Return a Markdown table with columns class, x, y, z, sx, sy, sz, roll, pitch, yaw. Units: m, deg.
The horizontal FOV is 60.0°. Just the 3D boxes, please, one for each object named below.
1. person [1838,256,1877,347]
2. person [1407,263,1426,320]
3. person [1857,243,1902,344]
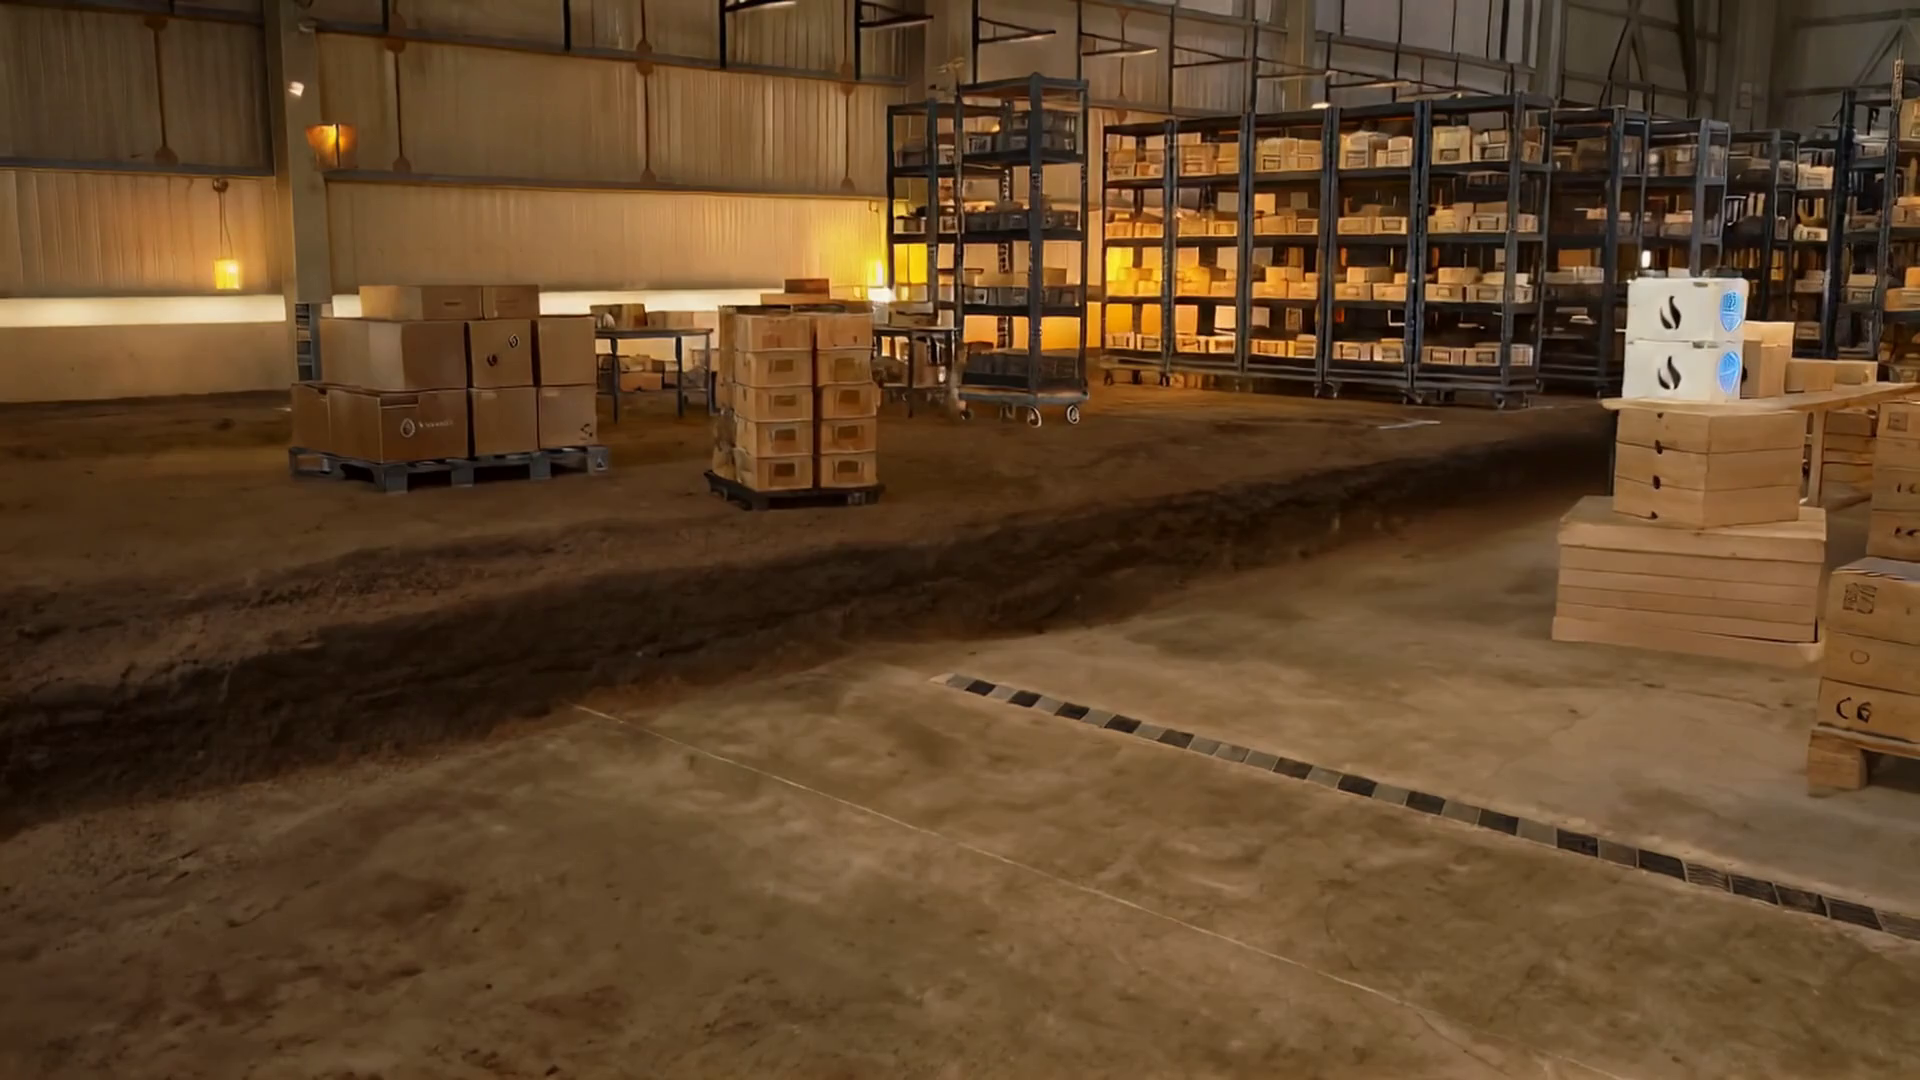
| class | x | y | z | sx | sy | sz | roll | pitch | yaw |
| --- | --- | --- | --- | --- | --- | --- | --- | --- | --- |
| person | 12.851 | -3.156 | 23.828 | 0.656 | 1.804 | 0.610 | -4 | 10 | -25 |
| person | 8.867 | -4.617 | 32.519 | 0.565 | 1.837 | 0.382 | 0 | 9 | -3 |
| person | 12.341 | -2.985 | 22.264 | 0.622 | 1.978 | 0.717 | 6 | 11 | 33 |
